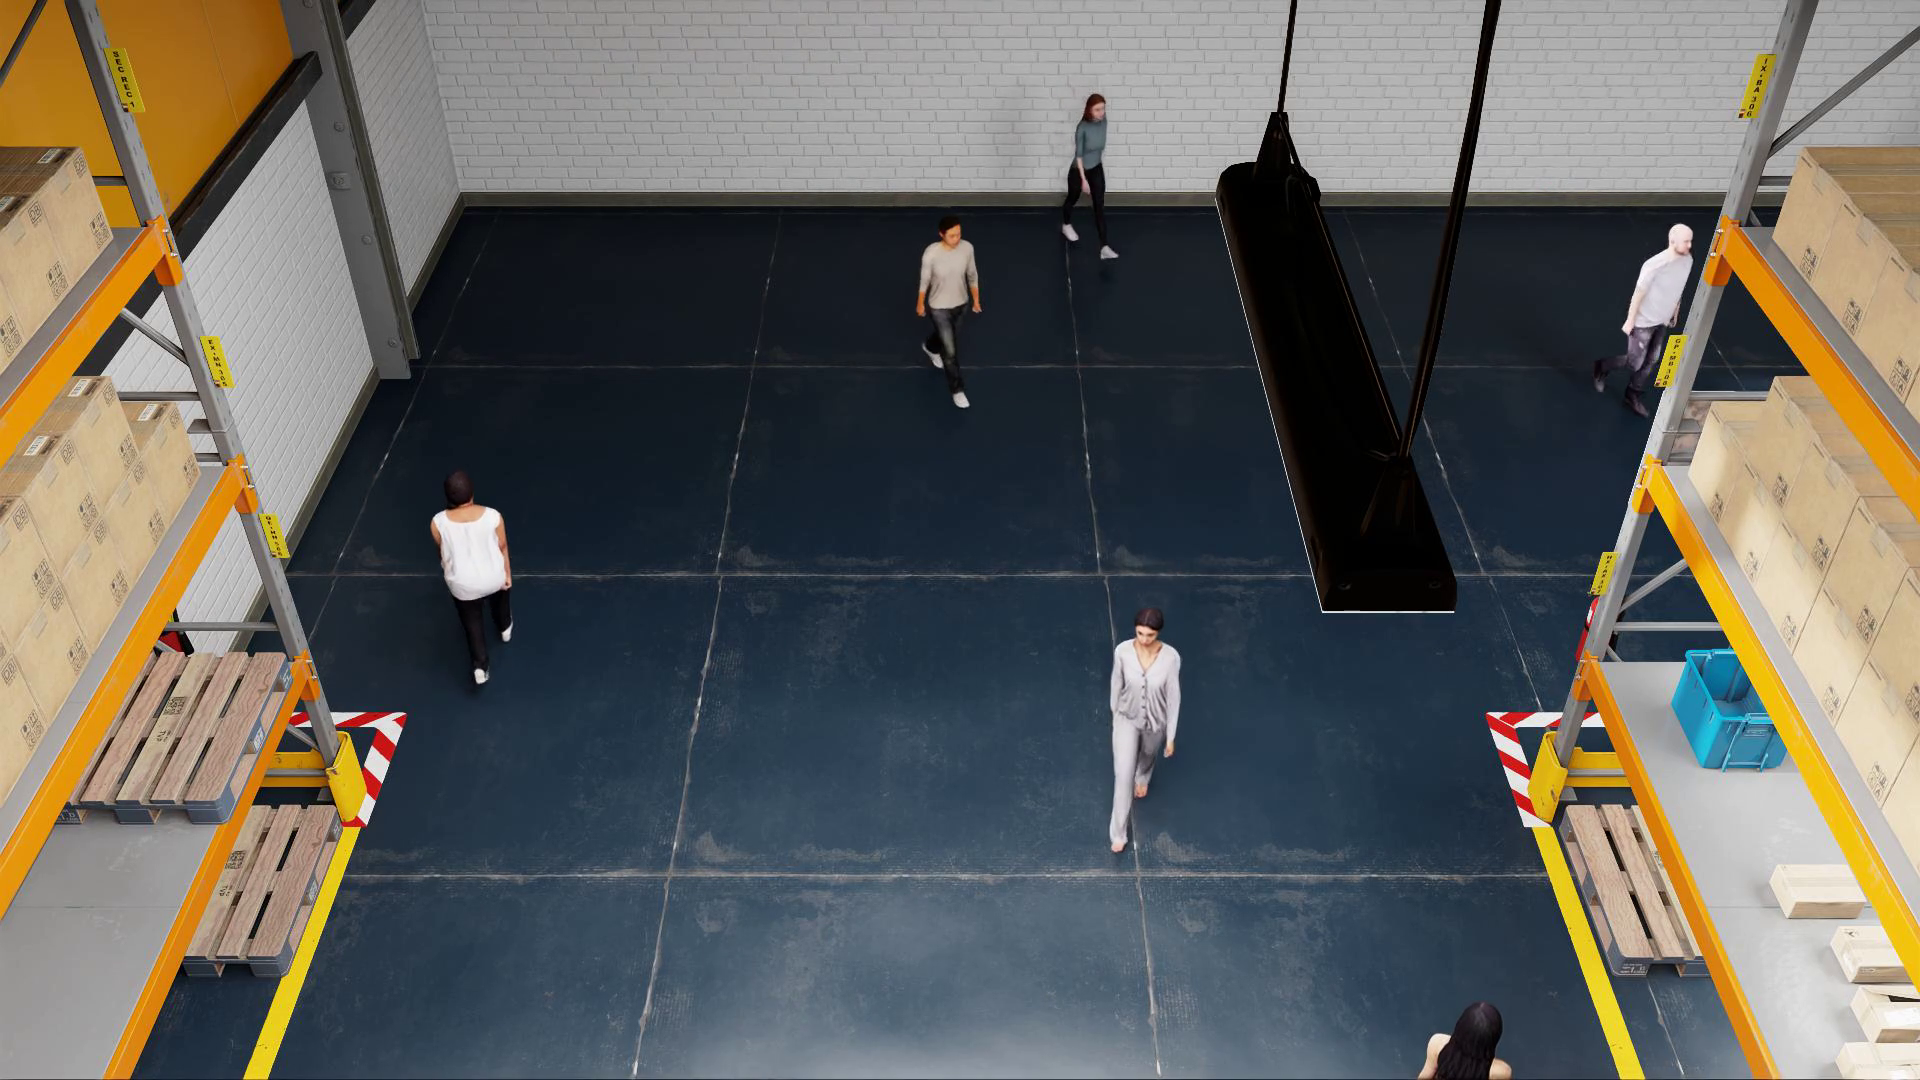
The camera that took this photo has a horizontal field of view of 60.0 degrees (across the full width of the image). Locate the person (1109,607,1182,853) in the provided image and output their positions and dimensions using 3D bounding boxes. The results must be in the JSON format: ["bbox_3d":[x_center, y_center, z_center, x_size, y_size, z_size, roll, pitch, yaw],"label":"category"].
[{"bbox_3d":[1.188,1.072,10.594,0.704,1.733,1.116,6,39,7],"label":"person"}]

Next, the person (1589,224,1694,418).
[{"bbox_3d":[5.874,-1.934,14.294,0.884,1.814,1.001,-18,42,-21],"label":"person"}]

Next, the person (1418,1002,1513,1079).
[{"bbox_3d":[2.448,2.886,8.291,0.790,1.773,0.826,19,42,22],"label":"person"}]

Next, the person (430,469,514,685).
[{"bbox_3d":[-3.408,0.261,11.669,0.823,1.660,1.137,-9,39,-11],"label":"person"}]

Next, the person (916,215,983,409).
[{"bbox_3d":[-0.145,-2.100,14.535,1.036,1.772,1.270,-19,42,-23],"label":"person"}]

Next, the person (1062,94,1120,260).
[{"bbox_3d":[1.212,-3.652,16.555,0.987,1.676,1.219,-21,43,-24],"label":"person"}]
